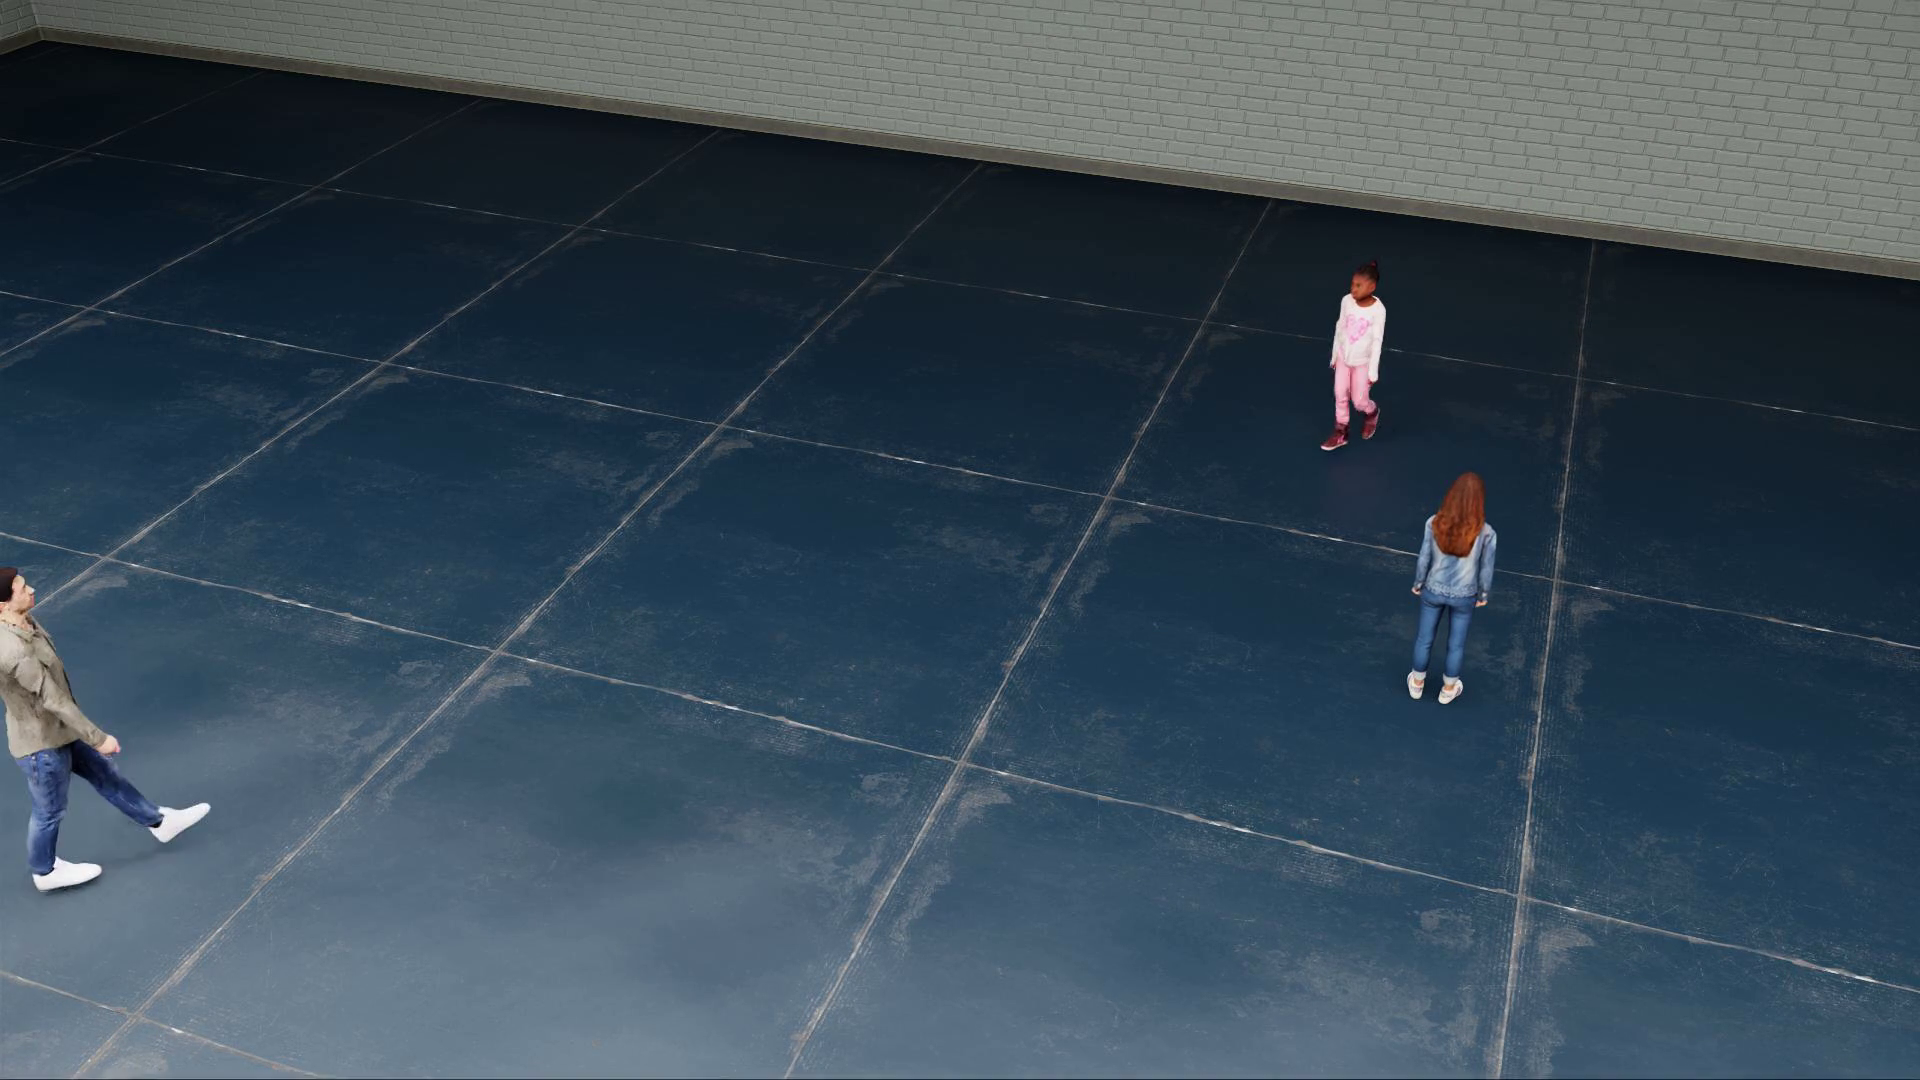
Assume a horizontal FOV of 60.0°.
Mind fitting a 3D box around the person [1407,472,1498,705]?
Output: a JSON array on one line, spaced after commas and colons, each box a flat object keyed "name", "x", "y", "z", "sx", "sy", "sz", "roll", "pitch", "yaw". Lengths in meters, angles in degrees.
[{"name": "person", "x": 2.755, "y": 0.279, "z": 9.348, "sx": 0.571, "sy": 1.478, "sz": 0.504, "roll": 13, "pitch": 35, "yaw": 19}]

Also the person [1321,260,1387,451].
[{"name": "person", "x": 2.867, "y": -1.318, "z": 11.842, "sx": 0.832, "sy": 1.436, "sz": 0.728, "roll": -26, "pitch": 41, "yaw": -34}]

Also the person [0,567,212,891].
[{"name": "person", "x": -4.465, "y": 0.972, "z": 7.967, "sx": 1.193, "sy": 1.822, "sz": 1.138, "roll": -14, "pitch": 36, "yaw": -20}]
